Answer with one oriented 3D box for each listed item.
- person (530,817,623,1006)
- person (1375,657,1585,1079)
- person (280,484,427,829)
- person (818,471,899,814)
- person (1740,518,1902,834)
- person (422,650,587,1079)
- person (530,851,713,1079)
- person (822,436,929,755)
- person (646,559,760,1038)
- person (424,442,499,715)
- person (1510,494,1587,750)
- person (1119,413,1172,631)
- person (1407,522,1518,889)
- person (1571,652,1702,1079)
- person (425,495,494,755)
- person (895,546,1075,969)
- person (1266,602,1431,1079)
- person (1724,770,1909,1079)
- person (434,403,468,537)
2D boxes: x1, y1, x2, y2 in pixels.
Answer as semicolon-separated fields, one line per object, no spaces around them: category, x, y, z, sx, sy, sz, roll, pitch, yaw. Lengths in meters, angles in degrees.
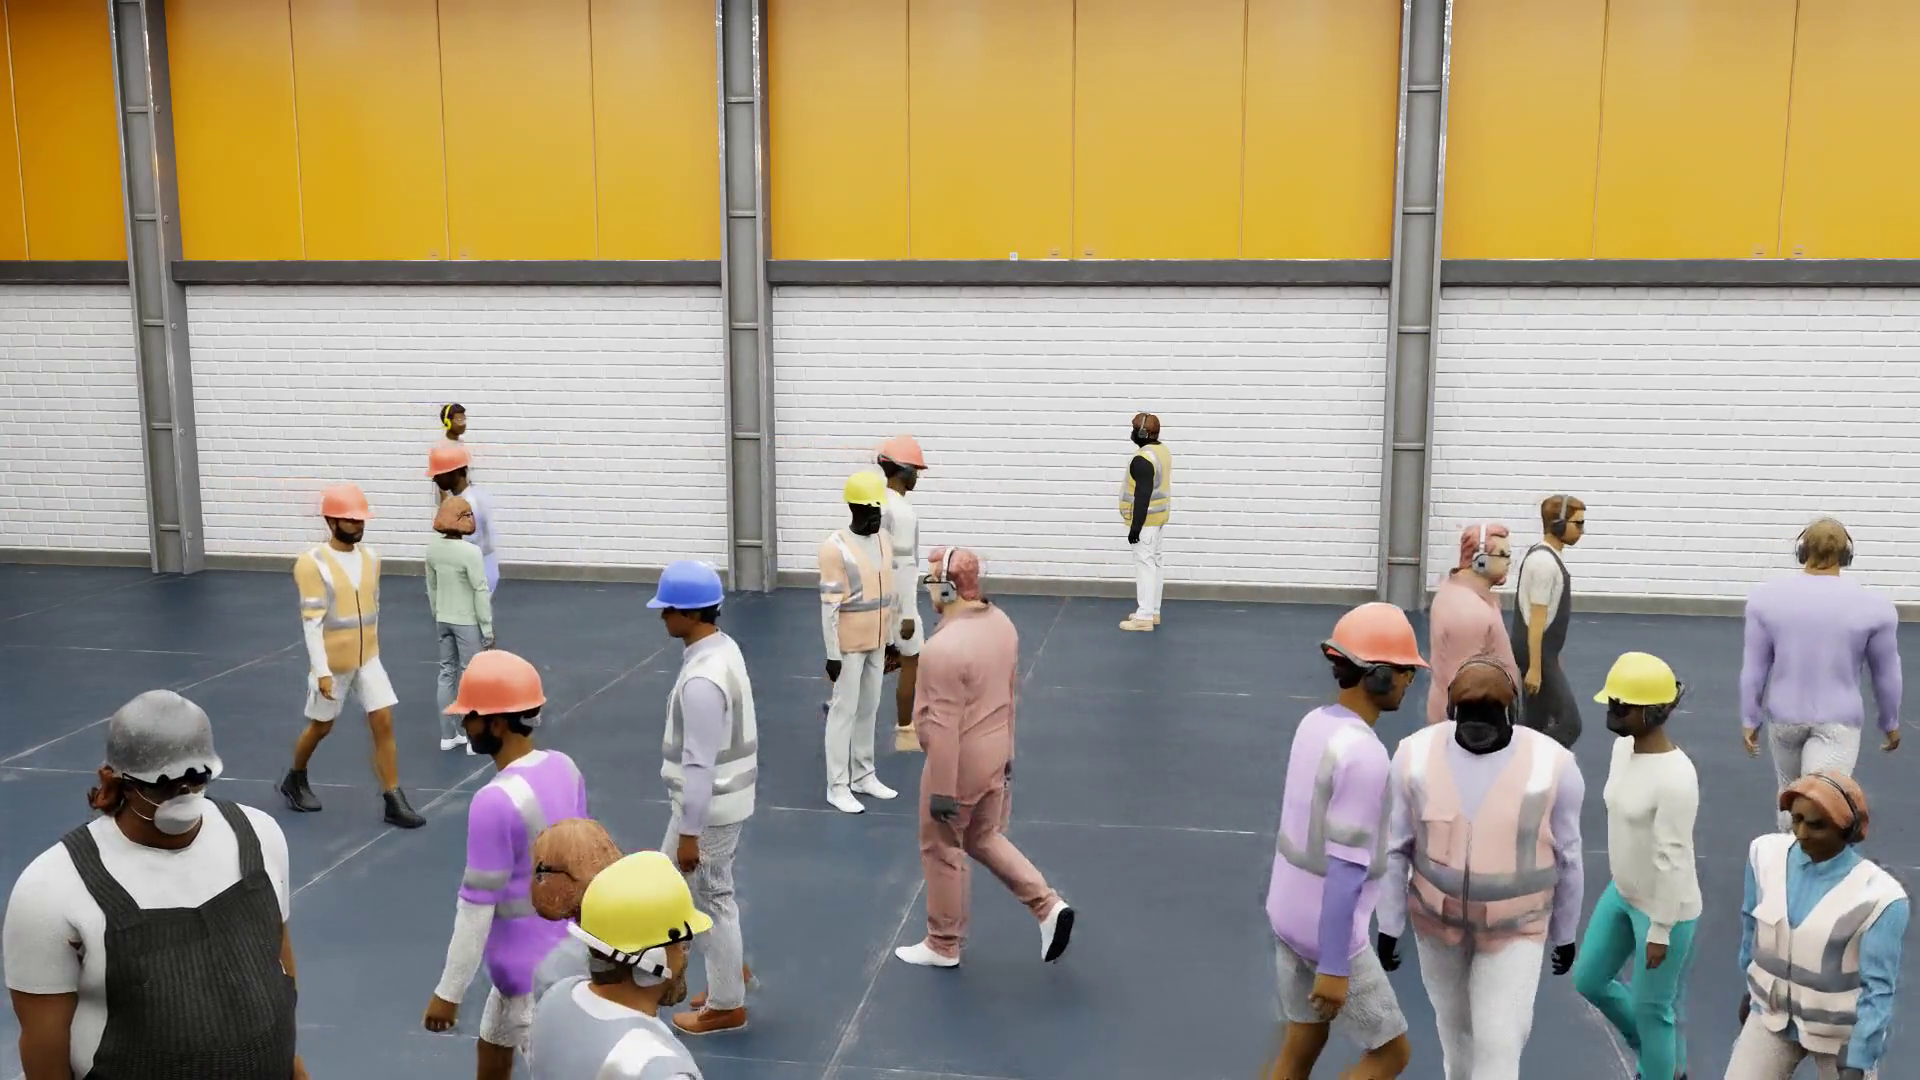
person;-0.930;1.523;4.420;0.556;1.616;0.506;4;10;26
person;1.659;1.270;5.419;0.631;1.793;0.918;6;11;31
person;-3.406;0.623;9.128;0.980;1.898;0.546;6;11;33
person;-0.545;0.561;9.383;0.384;1.925;0.593;6;11;34
person;4.034;0.834;7.814;0.651;1.885;1.008;8;12;39
person;-1.372;1.273;5.133;1.009;1.884;0.549;1;9;6
person;-0.772;1.565;3.580;0.678;1.812;0.594;-6;11;-34
person;-0.476;0.361;10.329;0.654;2.016;0.622;-4;10;-25
person;-1.011;1.023;6.512;0.442;1.931;0.644;-1;9;-5
person;-3.347;0.279;11.225;0.464;1.902;0.586;-4;10;-22
person;3.212;0.658;9.098;0.465;1.823;0.539;3;10;18
person;1.556;-0.156;14.073;0.429;1.844;0.623;4;10;22
person;2.367;0.849;7.731;0.442;1.893;0.646;1;9;9
person;2.323;1.244;5.701;0.372;1.752;0.535;-1;9;-5
person;-3.133;0.533;10.454;0.500;1.636;0.286;6;11;31
person;0.084;0.956;7.092;0.721;1.884;0.639;5;10;28
person;1.196;1.196;5.195;0.527;2.015;0.652;-1;9;-6
person;2.433;1.451;4.869;0.850;1.593;0.526;-5;11;-30
person;-4.522;-0.293;14.884;0.426;1.858;0.541;2;9;10
